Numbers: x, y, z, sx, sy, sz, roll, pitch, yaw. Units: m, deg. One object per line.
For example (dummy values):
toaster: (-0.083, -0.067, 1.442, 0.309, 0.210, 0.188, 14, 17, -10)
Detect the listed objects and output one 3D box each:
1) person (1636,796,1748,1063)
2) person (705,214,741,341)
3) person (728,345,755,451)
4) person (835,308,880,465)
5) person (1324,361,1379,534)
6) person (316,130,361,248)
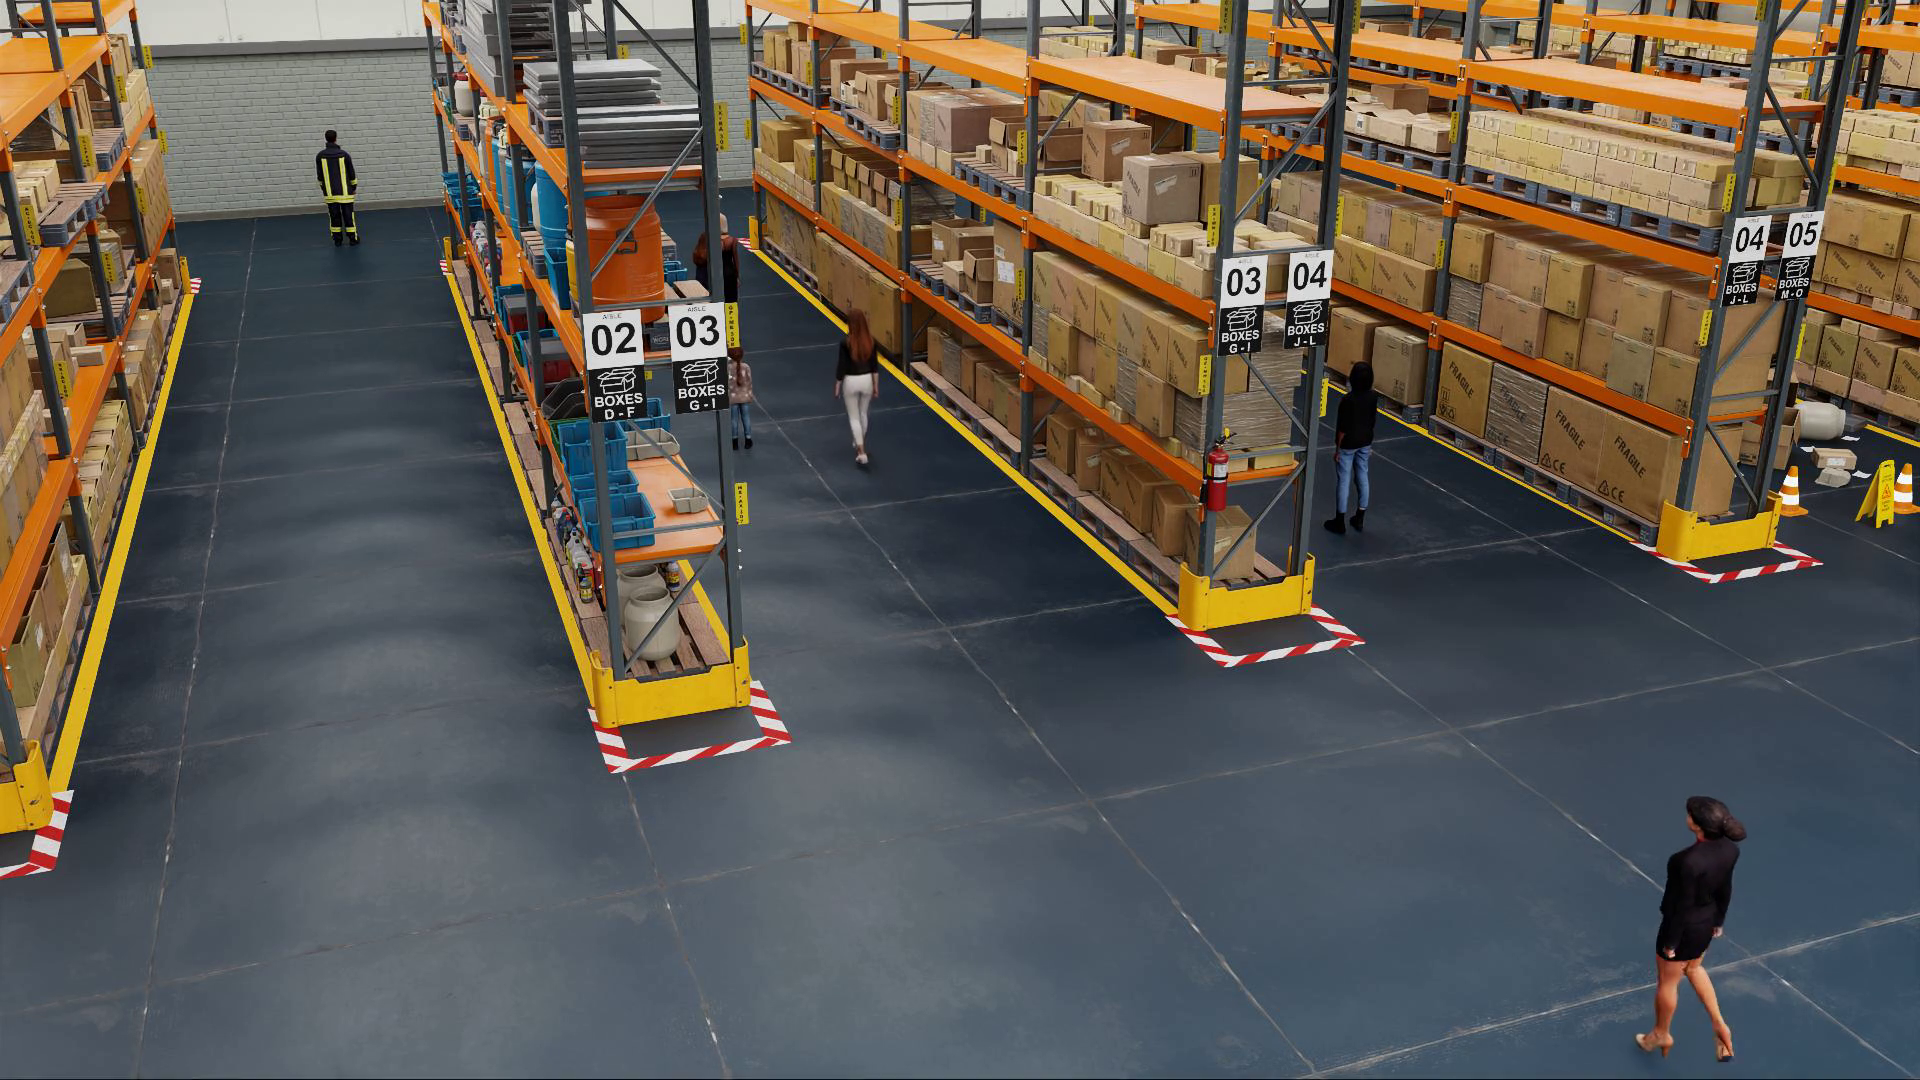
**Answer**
person: (3.904, 2.104, 8.752, 0.640, 1.628, 0.789, -12, 25, -26)
person: (-3.175, -3.500, 22.299, 0.640, 1.747, 0.590, -2, 22, -6)
person: (-2.445, -1.585, 18.347, 0.490, 1.192, 0.483, -6, 23, -14)
person: (-1.079, -1.617, 17.783, 0.619, 1.678, 0.946, -9, 24, -20)
person: (3.792, -0.895, 15.988, 0.553, 1.702, 0.524, -8, 24, -19)
person: (-10.480, -5.937, 28.017, 0.812, 1.928, 0.705, -5, 23, -11)
